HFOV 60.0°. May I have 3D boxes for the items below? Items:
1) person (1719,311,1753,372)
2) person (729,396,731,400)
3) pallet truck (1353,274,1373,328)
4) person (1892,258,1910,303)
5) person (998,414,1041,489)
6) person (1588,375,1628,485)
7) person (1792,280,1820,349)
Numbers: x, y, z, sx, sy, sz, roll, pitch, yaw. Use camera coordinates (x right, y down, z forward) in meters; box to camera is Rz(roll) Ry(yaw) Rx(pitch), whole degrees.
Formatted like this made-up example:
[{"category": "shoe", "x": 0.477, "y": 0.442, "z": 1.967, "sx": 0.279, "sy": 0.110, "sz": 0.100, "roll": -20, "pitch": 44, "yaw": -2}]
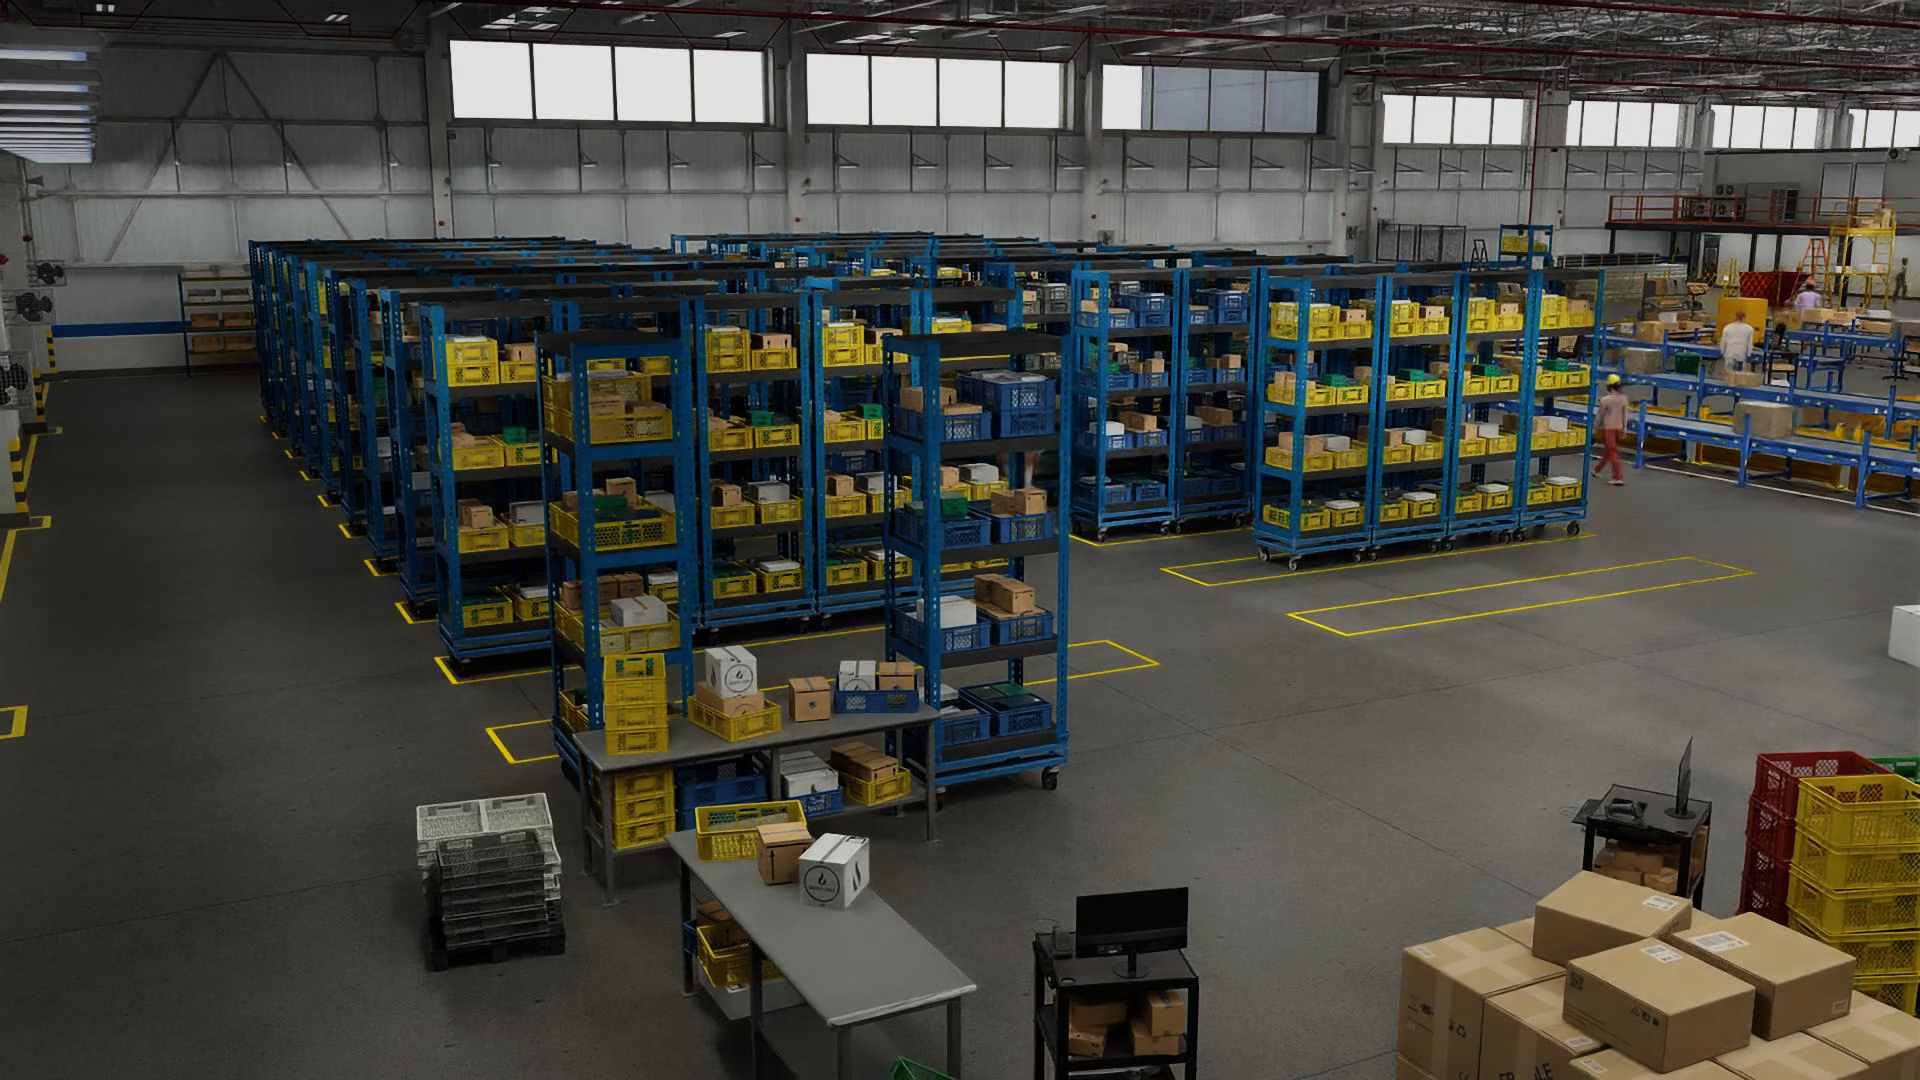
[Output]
[{"category": "person", "x": 17.570, "y": -4.245, "z": 37.698, "sx": 0.664, "sy": 1.891, "sz": 0.510, "roll": 4, "pitch": 13, "yaw": 17}, {"category": "person", "x": -4.644, "y": -3.114, "z": 32.639, "sx": 0.591, "sy": 1.790, "sz": 0.989, "roll": -7, "pitch": 14, "yaw": -29}, {"category": "pallet truck", "x": 13.011, "y": -8.050, "z": 55.243, "sx": 0.823, "sy": 1.965, "sz": 1.885, "roll": -7, "pitch": 14, "yaw": -28}, {"category": "person", "x": 37.707, "y": -10.346, "z": 66.404, "sx": 0.547, "sy": 1.815, "sz": 0.774, "roll": -7, "pitch": 14, "yaw": -31}, {"category": "person", "x": 0.836, "y": -1.073, "z": 22.718, "sx": 0.624, "sy": 1.959, "sz": 0.882, "roll": -3, "pitch": 12, "yaw": -14}, {"category": "person", "x": 10.303, "y": -1.764, "z": 26.471, "sx": 0.538, "sy": 1.719, "sz": 0.905, "roll": -5, "pitch": 13, "yaw": -22}, {"category": "person", "x": 24.467, "y": -6.515, "z": 48.133, "sx": 0.714, "sy": 1.980, "sz": 1.065, "roll": 3, "pitch": 12, "yaw": 13}]
